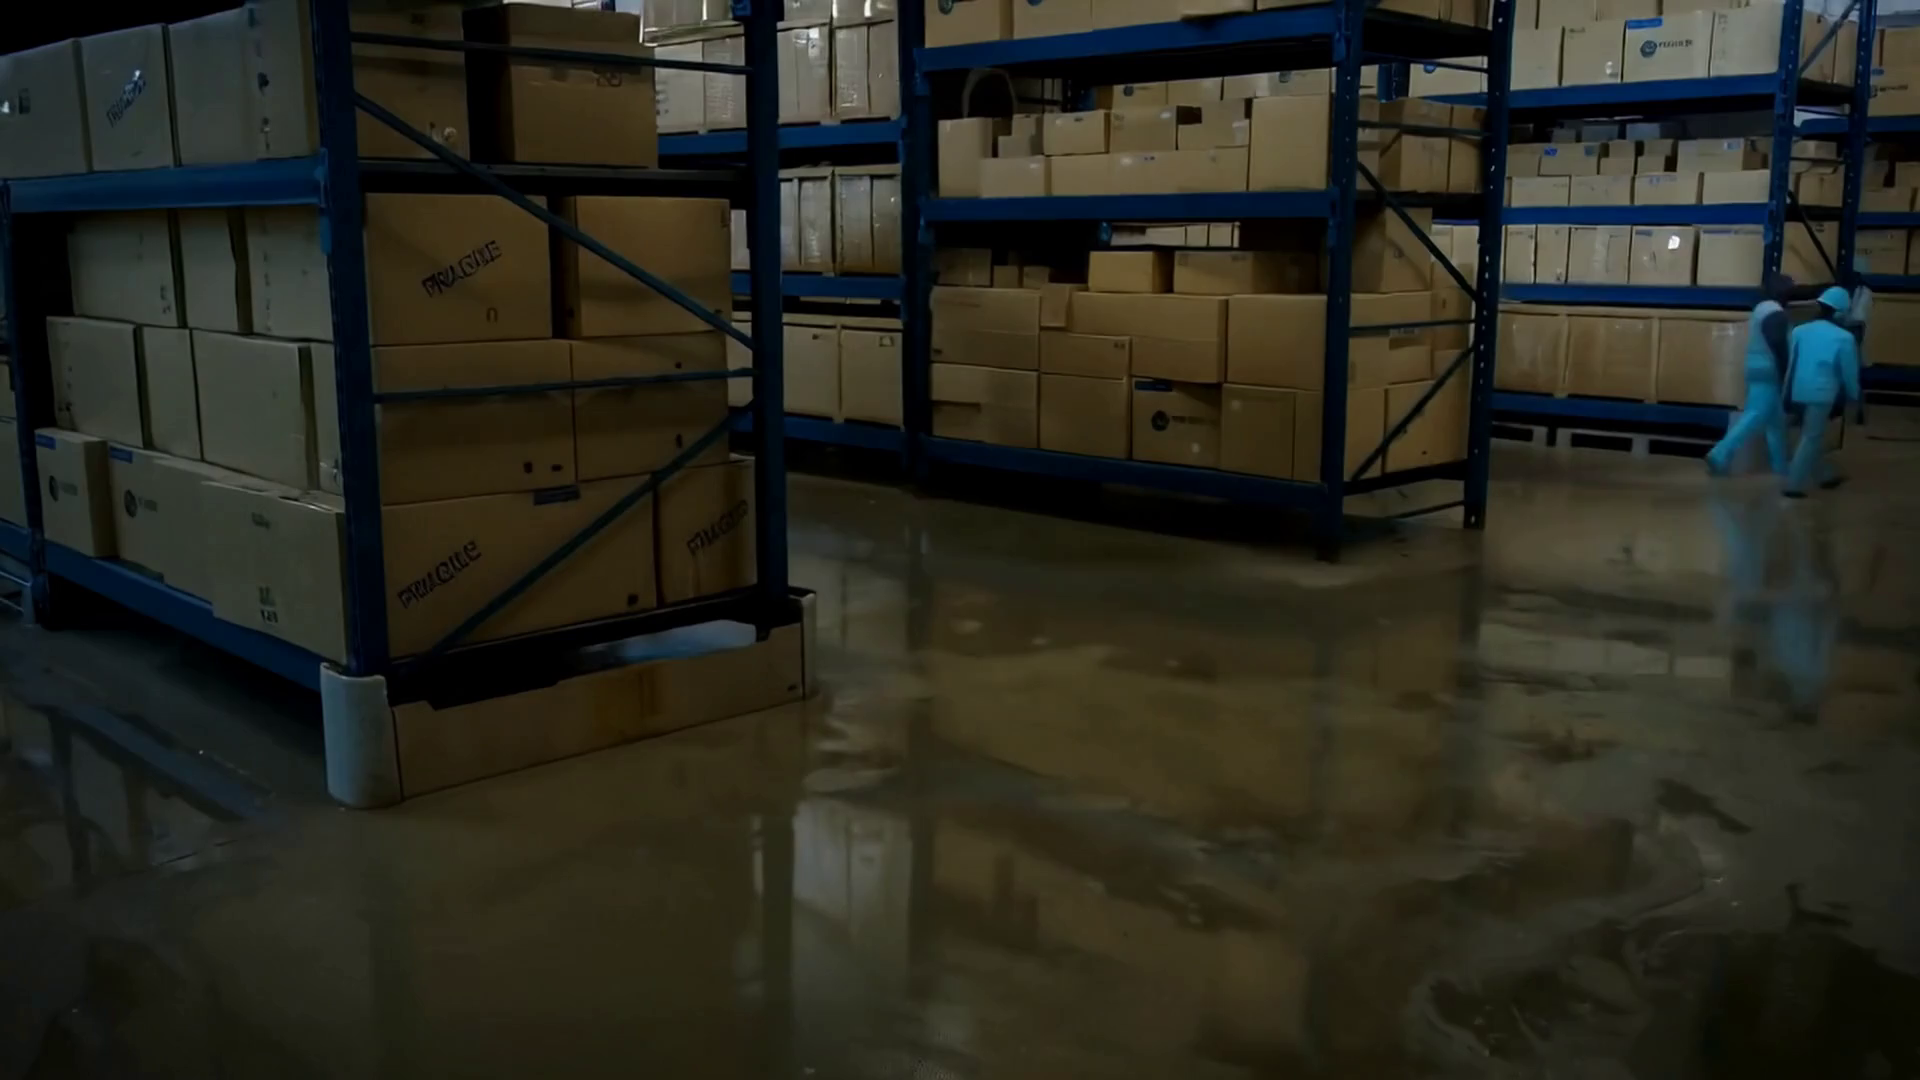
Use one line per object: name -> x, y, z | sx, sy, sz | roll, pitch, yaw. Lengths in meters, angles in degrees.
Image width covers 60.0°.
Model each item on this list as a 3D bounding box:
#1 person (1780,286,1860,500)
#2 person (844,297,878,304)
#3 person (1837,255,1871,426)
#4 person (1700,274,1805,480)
person -> 7.029, -1.182, 13.465 | 0.819, 1.713, 0.572 | -2, 11, -13
person -> -1.270, -2.599, 20.976 | 0.417, 1.811, 0.603 | -9, 14, -42
person -> 9.893, -2.212, 18.565 | 0.557, 1.914, 0.641 | 0, 10, 0
person -> 6.959, -1.399, 14.492 | 0.852, 1.812, 0.641 | 3, 11, 18
